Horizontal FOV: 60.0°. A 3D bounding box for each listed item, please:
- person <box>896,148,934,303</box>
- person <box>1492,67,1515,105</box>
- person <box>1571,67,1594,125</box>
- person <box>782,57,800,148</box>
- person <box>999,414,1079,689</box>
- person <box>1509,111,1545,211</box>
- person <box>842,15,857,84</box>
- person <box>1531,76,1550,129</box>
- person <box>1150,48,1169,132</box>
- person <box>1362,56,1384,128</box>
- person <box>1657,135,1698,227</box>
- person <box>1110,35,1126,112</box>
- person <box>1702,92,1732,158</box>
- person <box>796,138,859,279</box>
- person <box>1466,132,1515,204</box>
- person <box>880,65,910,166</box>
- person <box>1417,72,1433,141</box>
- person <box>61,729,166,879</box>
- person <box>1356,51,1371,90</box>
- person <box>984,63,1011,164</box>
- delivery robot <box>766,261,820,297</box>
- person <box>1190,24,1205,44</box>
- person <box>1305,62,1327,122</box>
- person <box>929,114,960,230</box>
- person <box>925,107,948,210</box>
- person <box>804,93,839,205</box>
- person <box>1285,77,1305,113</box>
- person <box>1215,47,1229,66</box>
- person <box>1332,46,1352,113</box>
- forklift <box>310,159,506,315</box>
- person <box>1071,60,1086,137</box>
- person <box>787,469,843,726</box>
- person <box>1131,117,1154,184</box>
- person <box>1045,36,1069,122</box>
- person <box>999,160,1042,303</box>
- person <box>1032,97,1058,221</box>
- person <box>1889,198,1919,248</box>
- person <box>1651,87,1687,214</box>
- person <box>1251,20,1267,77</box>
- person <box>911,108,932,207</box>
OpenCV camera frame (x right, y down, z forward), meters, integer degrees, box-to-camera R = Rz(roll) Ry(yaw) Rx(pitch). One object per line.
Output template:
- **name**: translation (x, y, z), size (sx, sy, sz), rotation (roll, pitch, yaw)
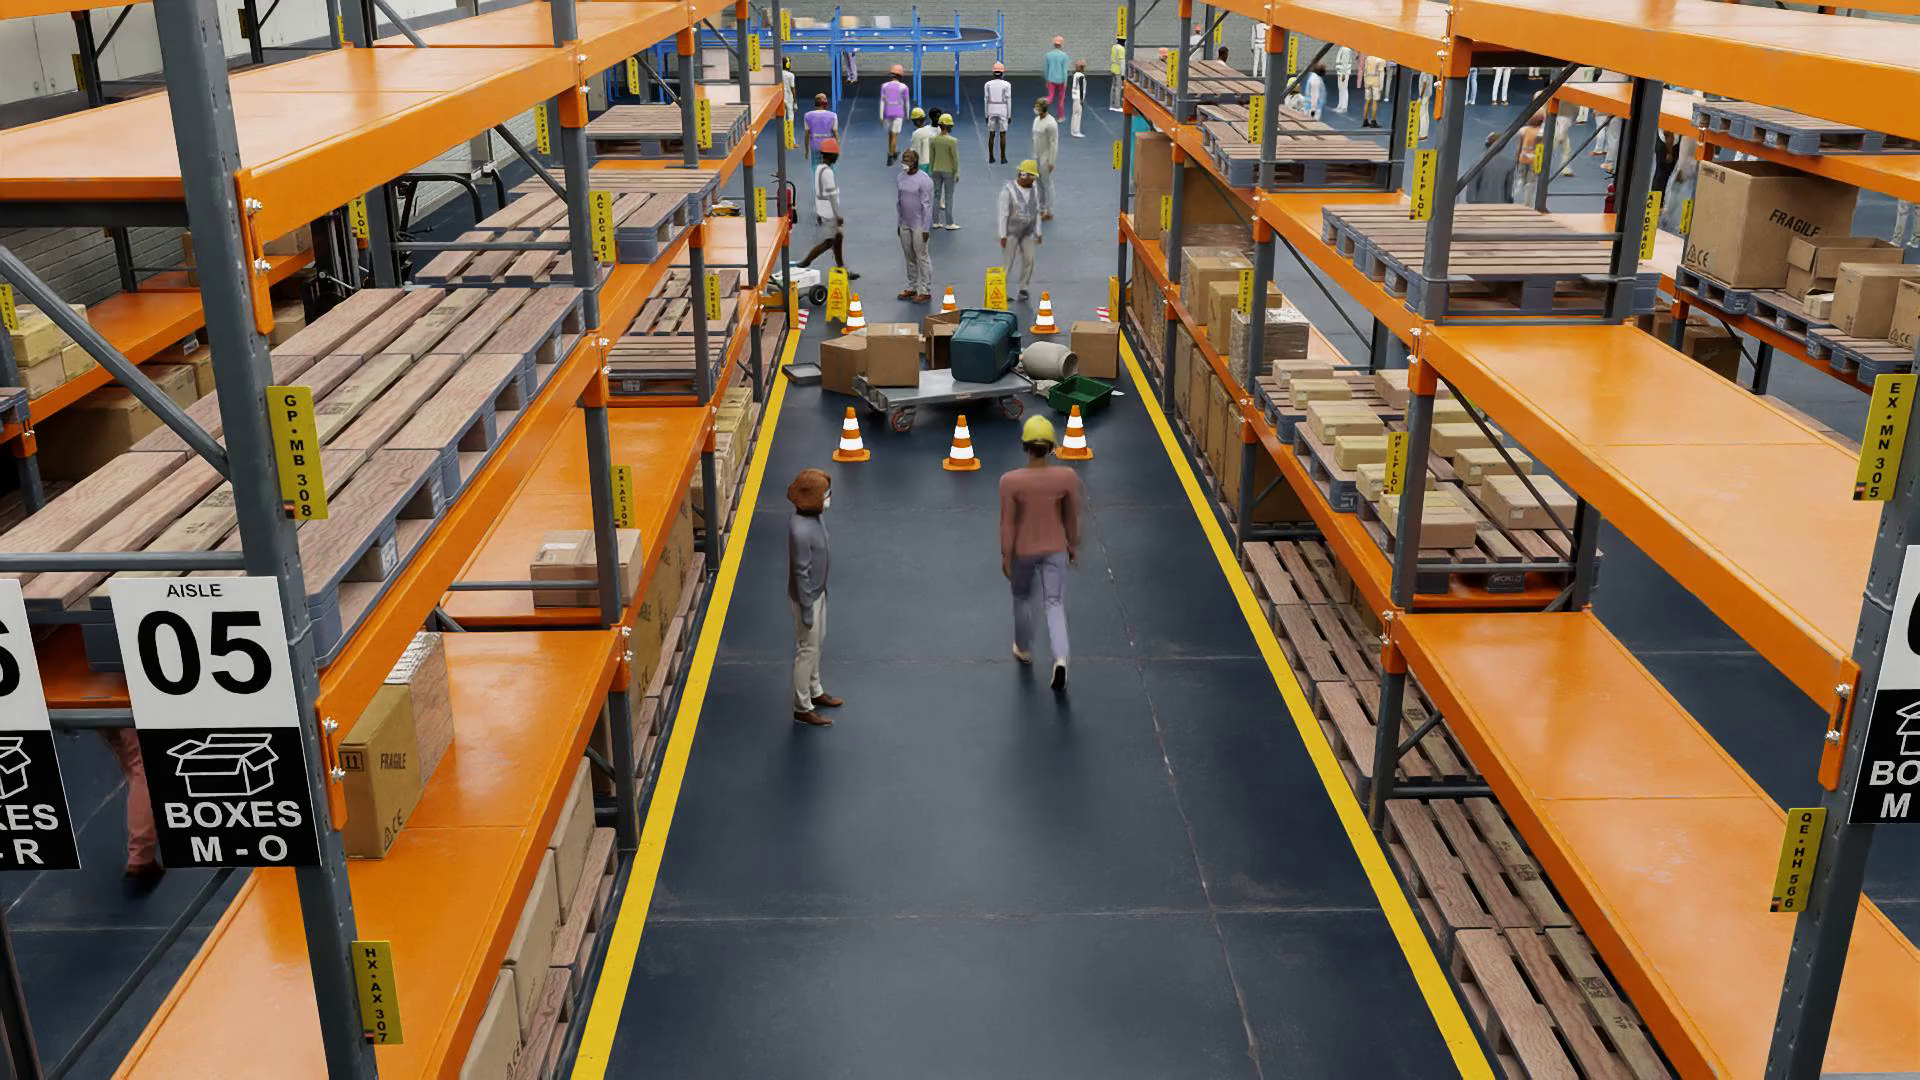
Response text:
- **person**: translation (-0.576, -3.969, 21.009), size (0.378, 1.931, 0.625), rotation (-17, 27, -38)
- **person**: translation (13.919, -12.103, 42.562), size (0.584, 1.882, 0.346), rotation (-1, 21, -3)
- **person**: translation (14.511, -10.487, 38.655), size (0.508, 1.626, 0.288), rotation (-16, 26, -36)
- **person**: translation (-3.616, -9.119, 34.705), size (0.520, 1.865, 0.327), rotation (11, 23, 27)
- **person**: translation (0.518, 0.074, 10.589), size (0.532, 1.739, 0.795), rotation (-4, 21, -11)
- **person**: translation (9.352, -6.212, 27.338), size (0.437, 1.622, 0.546), rotation (-16, 26, -37)
- **person**: translation (-3.205, -14.093, 47.805), size (0.403, 1.900, 0.641), rotation (-12, 24, -29)
- **person**: translation (11.396, -8.193, 32.508), size (0.322, 1.688, 0.539), rotation (-12, 24, -29)
- **person**: translation (4.306, -9.612, 35.858), size (0.435, 1.981, 0.629), rotation (15, 26, 35)
- **person**: translation (9.496, -10.426, 38.058), size (0.378, 1.932, 0.551), rotation (-13, 24, -30)
- **person**: translation (11.267, -5.794, 25.841), size (0.636, 1.911, 0.891), rotation (-7, 22, -17)
- **person**: translation (3.935, -11.591, 41.150), size (0.386, 1.926, 0.591), rotation (-7, 22, -17)
- **person**: translation (15.139, -8.631, 33.337), size (0.590, 1.920, 0.399), rotation (1, 21, 4)
- **person**: translation (-1.808, -4.361, 22.077), size (0.838, 1.911, 0.552), rotation (-4, 21, -11)
- **person**: translation (7.104, -4.519, 22.455), size (0.677, 1.924, 0.653), rotation (-2, 21, -6)
- **person**: translation (-1.256, -8.329, 32.599), size (0.566, 1.874, 1.003), rotation (5, 21, 13)
- **person**: translation (9.991, -9.552, 35.850), size (0.328, 1.865, 0.520), rotation (13, 24, 31)
- **person**: translation (-4.293, 0.790, 8.543), size (0.657, 1.853, 1.027), rotation (-4, 21, -10)
- **person**: translation (11.295, -13.473, 46.154), size (0.642, 1.907, 0.410), rotation (9, 23, 23)
- **person**: translation (0.747, -8.366, 32.628), size (0.543, 1.929, 0.387), rotation (6, 22, 17)
- **delivery robot**: translation (-2.101, -3.250, 20.880), size (0.477, 0.478, 0.707), rotation (19, 28, 41)
- **person**: translation (6.625, -13.481, 46.399), size (0.582, 1.741, 0.354), rotation (10, 23, 24)
- **person**: translation (7.223, -8.895, 34.196), size (0.600, 1.816, 0.670), rotation (1, 21, 4)
- **person**: translation (-0.235, -5.717, 25.855), size (0.548, 1.764, 0.332), rotation (14, 25, 33)
- **person**: translation (-0.423, -6.283, 27.454), size (0.533, 1.691, 0.321), rotation (-14, 25, -32)
- **person**: translation (-2.325, -6.555, 27.953), size (0.575, 1.841, 0.374), rotation (0, 21, -1)
- **person**: translation (6.316, -7.920, 31.702), size (0.323, 1.742, 0.492), rotation (-17, 26, -37)
- **person**: translation (5.712, -9.926, 36.781), size (0.402, 1.908, 0.599), rotation (-5, 21, -12)
- **person**: translation (9.393, -11.494, 40.886), size (0.427, 1.938, 0.604), rotation (0, 21, 0)
- **forklift**: translation (-5.622, -2.910, 17.832), size (2.313, 2.155, 1.214), rotation (-1, 21, -1)
- **person**: translation (2.613, -9.710, 36.581), size (0.309, 1.639, 0.515), rotation (-3, 21, -7)
- **person**: translation (-0.895, 0.338, 10.040), size (0.285, 1.622, 0.512), rotation (2, 21, 5)
- **person**: translation (3.304, -7.457, 30.406), size (0.512, 1.792, 0.966), rotation (3, 21, 8)
- **person**: translation (2.224, -10.772, 38.917), size (0.612, 1.978, 0.753), rotation (12, 24, 28)
- **person**: translation (0.754, -3.894, 21.007), size (0.600, 1.795, 0.447), rotation (-14, 25, -32)
- **person**: translation (1.336, -6.087, 26.585), size (0.352, 1.937, 0.635), rotation (-9, 23, -23)
- **person**: translation (14.022, -5.177, 24.467), size (0.486, 1.738, 0.320), rotation (1, 21, 3)
- **person**: translation (11.646, -6.389, 27.242), size (0.536, 2.000, 0.676), rotation (5, 21, 13)
- **person**: translation (8.850, -14.498, 48.892), size (0.576, 1.884, 0.354), rotation (6, 22, 15)
- **person**: translation (-0.642, -6.023, 26.658), size (0.328, 1.765, 0.527), rotation (9, 22, 22)
